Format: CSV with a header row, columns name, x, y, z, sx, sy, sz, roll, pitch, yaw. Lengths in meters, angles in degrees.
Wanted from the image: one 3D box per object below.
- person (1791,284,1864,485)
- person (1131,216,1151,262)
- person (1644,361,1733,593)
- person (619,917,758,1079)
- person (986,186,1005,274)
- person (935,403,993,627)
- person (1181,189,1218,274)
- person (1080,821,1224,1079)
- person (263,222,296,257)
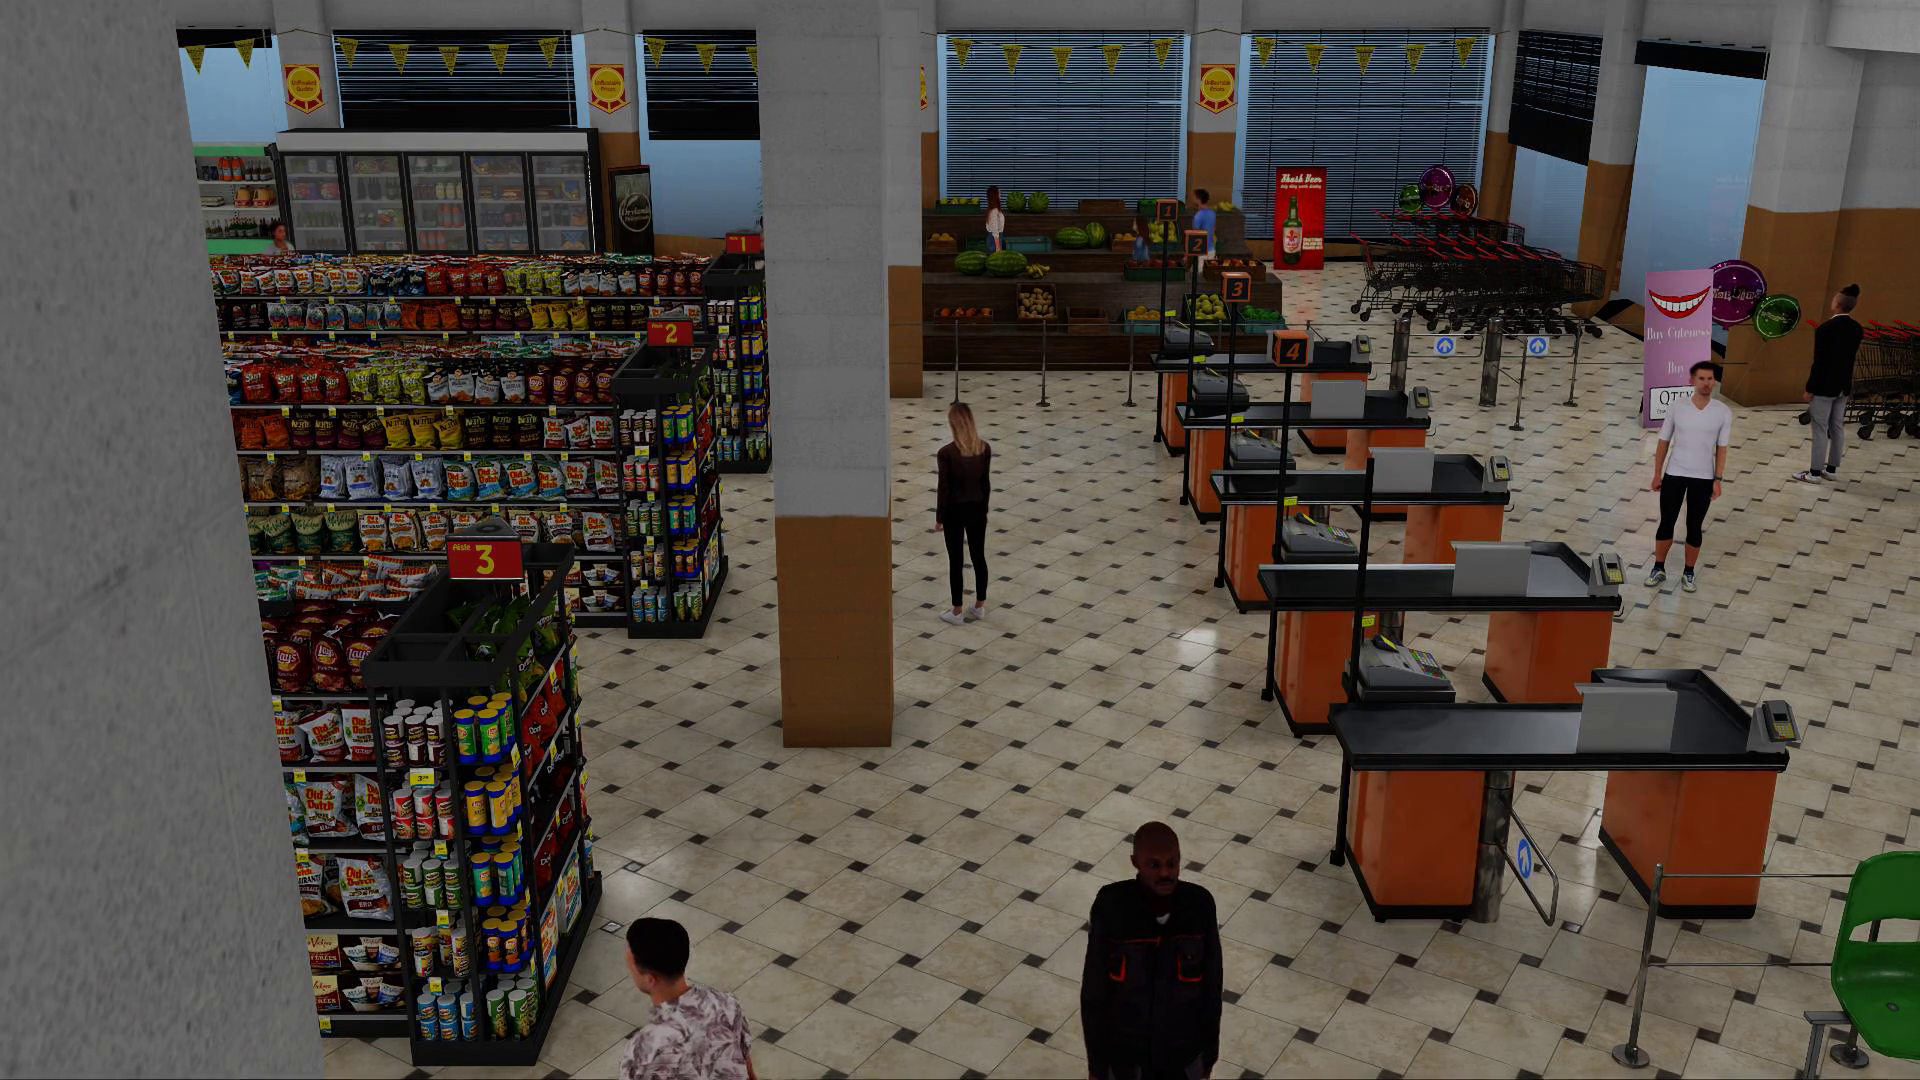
name,x,y,z,sx,sy,sz,roll,pitch,yaw
person,8.441,-1.517,16.094,0.682,1.948,0.840,-7,20,-20
person,2.687,-3.927,23.999,0.662,1.465,0.570,1,19,4
person,5.829,-0.495,13.305,0.673,1.795,0.817,9,21,26
person,-0.781,2.132,5.538,1.266,1.780,1.114,15,24,38
person,0.517,-4.520,25.349,0.533,1.727,0.590,-2,19,-5
person,0.035,-0.195,12.554,0.613,1.705,0.737,-10,21,-28
person,3.578,-4.072,23.879,1.259,1.816,1.076,13,23,34
person,0.704,1.856,6.316,0.932,1.805,0.820,-2,19,-6
person,-8.836,-3.265,21.653,1.206,1.709,0.983,10,21,26
